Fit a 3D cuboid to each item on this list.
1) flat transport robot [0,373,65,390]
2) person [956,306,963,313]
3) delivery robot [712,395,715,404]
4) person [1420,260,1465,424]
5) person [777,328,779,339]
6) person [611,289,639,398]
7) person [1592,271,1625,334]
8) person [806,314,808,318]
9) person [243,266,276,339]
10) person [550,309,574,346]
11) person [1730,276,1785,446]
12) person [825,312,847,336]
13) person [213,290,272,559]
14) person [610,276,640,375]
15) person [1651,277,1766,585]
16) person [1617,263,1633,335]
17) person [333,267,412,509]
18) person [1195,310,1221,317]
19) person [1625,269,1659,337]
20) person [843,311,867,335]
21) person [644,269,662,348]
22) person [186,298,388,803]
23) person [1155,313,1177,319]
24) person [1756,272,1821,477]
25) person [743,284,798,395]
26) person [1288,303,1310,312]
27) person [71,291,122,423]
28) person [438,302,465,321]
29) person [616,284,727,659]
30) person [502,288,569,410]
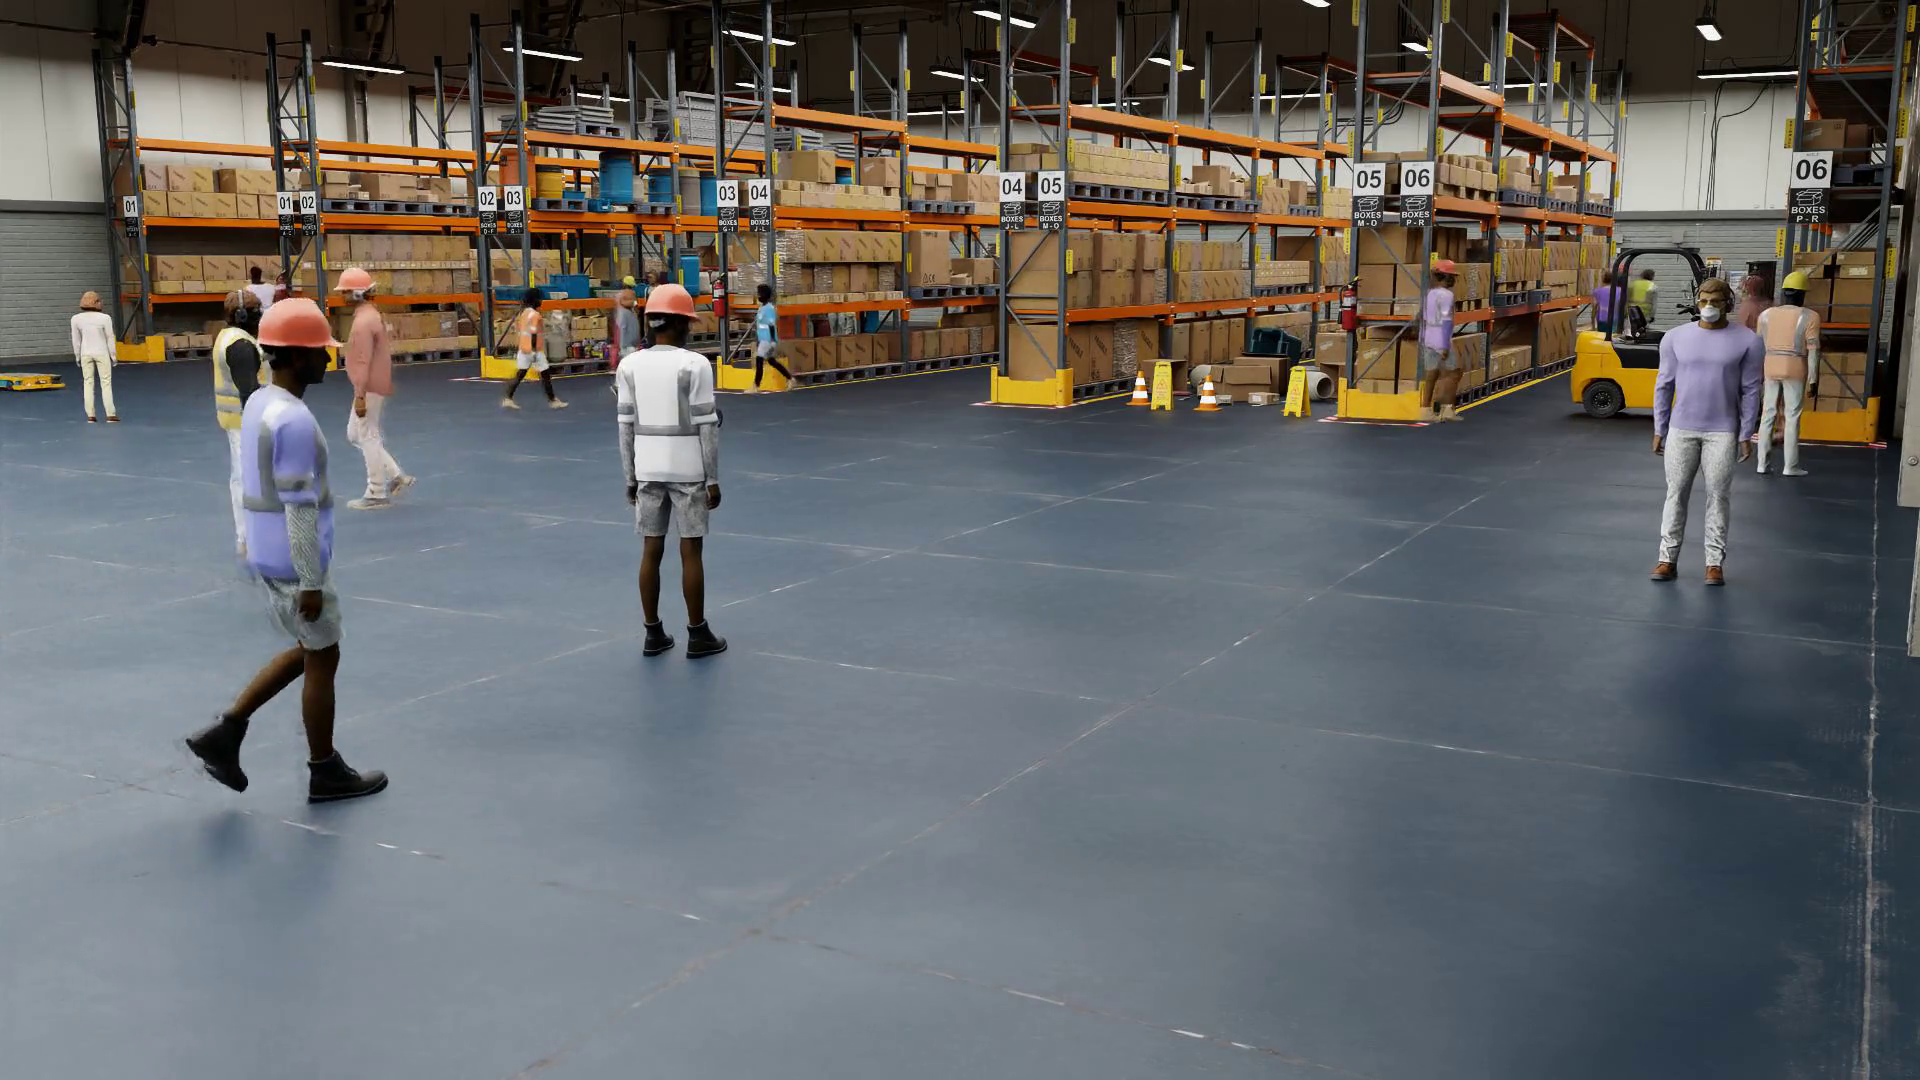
[{"bbox_3d":[-14.708,-2.484,25.956,1.431,0.197,0.652,6,11,30],"label":"flat transport robot"},{"bbox_3d":[0.167,-5.002,36.465,0.507,1.704,0.739,4,10,22],"label":"person"},{"bbox_3d":[-3.224,-1.596,19.655,0.477,0.478,0.707,6,11,31],"label":"delivery robot"},{"bbox_3d":[6.011,-2.438,20.590,0.661,2.016,0.619,-2,10,-10],"label":"person"},{"bbox_3d":[-4.663,-5.932,41.195,0.622,1.965,0.873,4,11,23],"label":"person"},{"bbox_3d":[-4.620,-2.662,23.063,0.477,1.620,0.504,2,10,11],"label":"person"},{"bbox_3d":[11.529,-3.885,29.638,0.562,1.821,0.822,6,11,31],"label":"person"},{"bbox_3d":[-3.709,-5.426,38.310,0.550,1.937,0.357,7,12,37],"label":"person"},{"bbox_3d":[-12.435,-3.927,29.650,0.635,1.900,0.602,9,13,41],"label":"person"},{"bbox_3d":[-7.529,-4.093,31.429,0.516,1.627,0.361,4,10,21],"label":"person"},{"bbox_3d":[8.683,-1.963,18.275,0.635,1.864,1.000,-5,11,-26],"label":"person"},{"bbox_3d":[-2.535,-4.793,34.600,0.629,1.940,0.379,5,11,26],"label":"person"},{"bbox_3d":[-4.880,-0.791,11.456,0.429,1.844,0.626,-6,11,-31],"label":"person"},{"bbox_3d":[-5.770,-3.739,29.073,0.559,1.716,0.919,8,12,38],"label":"person"},{"bbox_3d":[4.713,-0.683,10.538,0.630,1.940,0.373,6,11,30],"label":"person"},{"bbox_3d":[14.129,-4.984,35.771,0.963,1.930,0.639,7,12,37],"label":"person"},{"bbox_3d":[-4.859,-1.227,13.597,0.430,1.980,0.643,-2,10,-13],"label":"person"},{"bbox_3d":[4.930,-4.500,33.189,0.499,1.839,0.932,5,11,28],"label":"person"},{"bbox_3d":[13.937,-4.636,34.082,0.631,1.810,0.679,-9,13,-43],"label":"person"},{"bbox_3d":[-2.100,-4.541,33.431,0.588,1.835,0.403,7,12,36],"label":"person"},{"bbox_3d":[-5.413,-3.894,29.611,0.517,1.843,0.326,5,11,28],"label":"person"},{"bbox_3d":[-2.526,0.068,6.191,0.600,1.925,0.567,-7,12,-35],"label":"person"},{"bbox_3d":[4.552,-5.220,36.801,0.687,2.000,0.535,4,10,22],"label":"person"},{"bbox_3d":[7.810,-1.561,15.709,0.382,1.924,0.594,-8,12,-39],"label":"person"},{"bbox_3d":[-2.848,-3.022,25.020,0.832,1.664,0.530,-3,10,-16],"label":"person"},{"bbox_3d":[7.788,-5.325,37.844,0.776,1.896,0.640,-4,10,-22],"label":"person"},{"bbox_3d":[-10.789,-2.278,20.763,0.497,1.634,0.279,-1,10,-6],"label":"person"},{"bbox_3d":[-10.749,-4.843,35.250,0.603,1.817,0.677,4,10,20],"label":"person"},{"bbox_3d":[-1.483,-0.348,8.603,0.542,1.930,0.375,3,10,17],"label":"person"},{"bbox_3d":[-5.793,-2.567,22.419,0.887,1.653,0.541,-7,12,-36],"label":"person"}]
